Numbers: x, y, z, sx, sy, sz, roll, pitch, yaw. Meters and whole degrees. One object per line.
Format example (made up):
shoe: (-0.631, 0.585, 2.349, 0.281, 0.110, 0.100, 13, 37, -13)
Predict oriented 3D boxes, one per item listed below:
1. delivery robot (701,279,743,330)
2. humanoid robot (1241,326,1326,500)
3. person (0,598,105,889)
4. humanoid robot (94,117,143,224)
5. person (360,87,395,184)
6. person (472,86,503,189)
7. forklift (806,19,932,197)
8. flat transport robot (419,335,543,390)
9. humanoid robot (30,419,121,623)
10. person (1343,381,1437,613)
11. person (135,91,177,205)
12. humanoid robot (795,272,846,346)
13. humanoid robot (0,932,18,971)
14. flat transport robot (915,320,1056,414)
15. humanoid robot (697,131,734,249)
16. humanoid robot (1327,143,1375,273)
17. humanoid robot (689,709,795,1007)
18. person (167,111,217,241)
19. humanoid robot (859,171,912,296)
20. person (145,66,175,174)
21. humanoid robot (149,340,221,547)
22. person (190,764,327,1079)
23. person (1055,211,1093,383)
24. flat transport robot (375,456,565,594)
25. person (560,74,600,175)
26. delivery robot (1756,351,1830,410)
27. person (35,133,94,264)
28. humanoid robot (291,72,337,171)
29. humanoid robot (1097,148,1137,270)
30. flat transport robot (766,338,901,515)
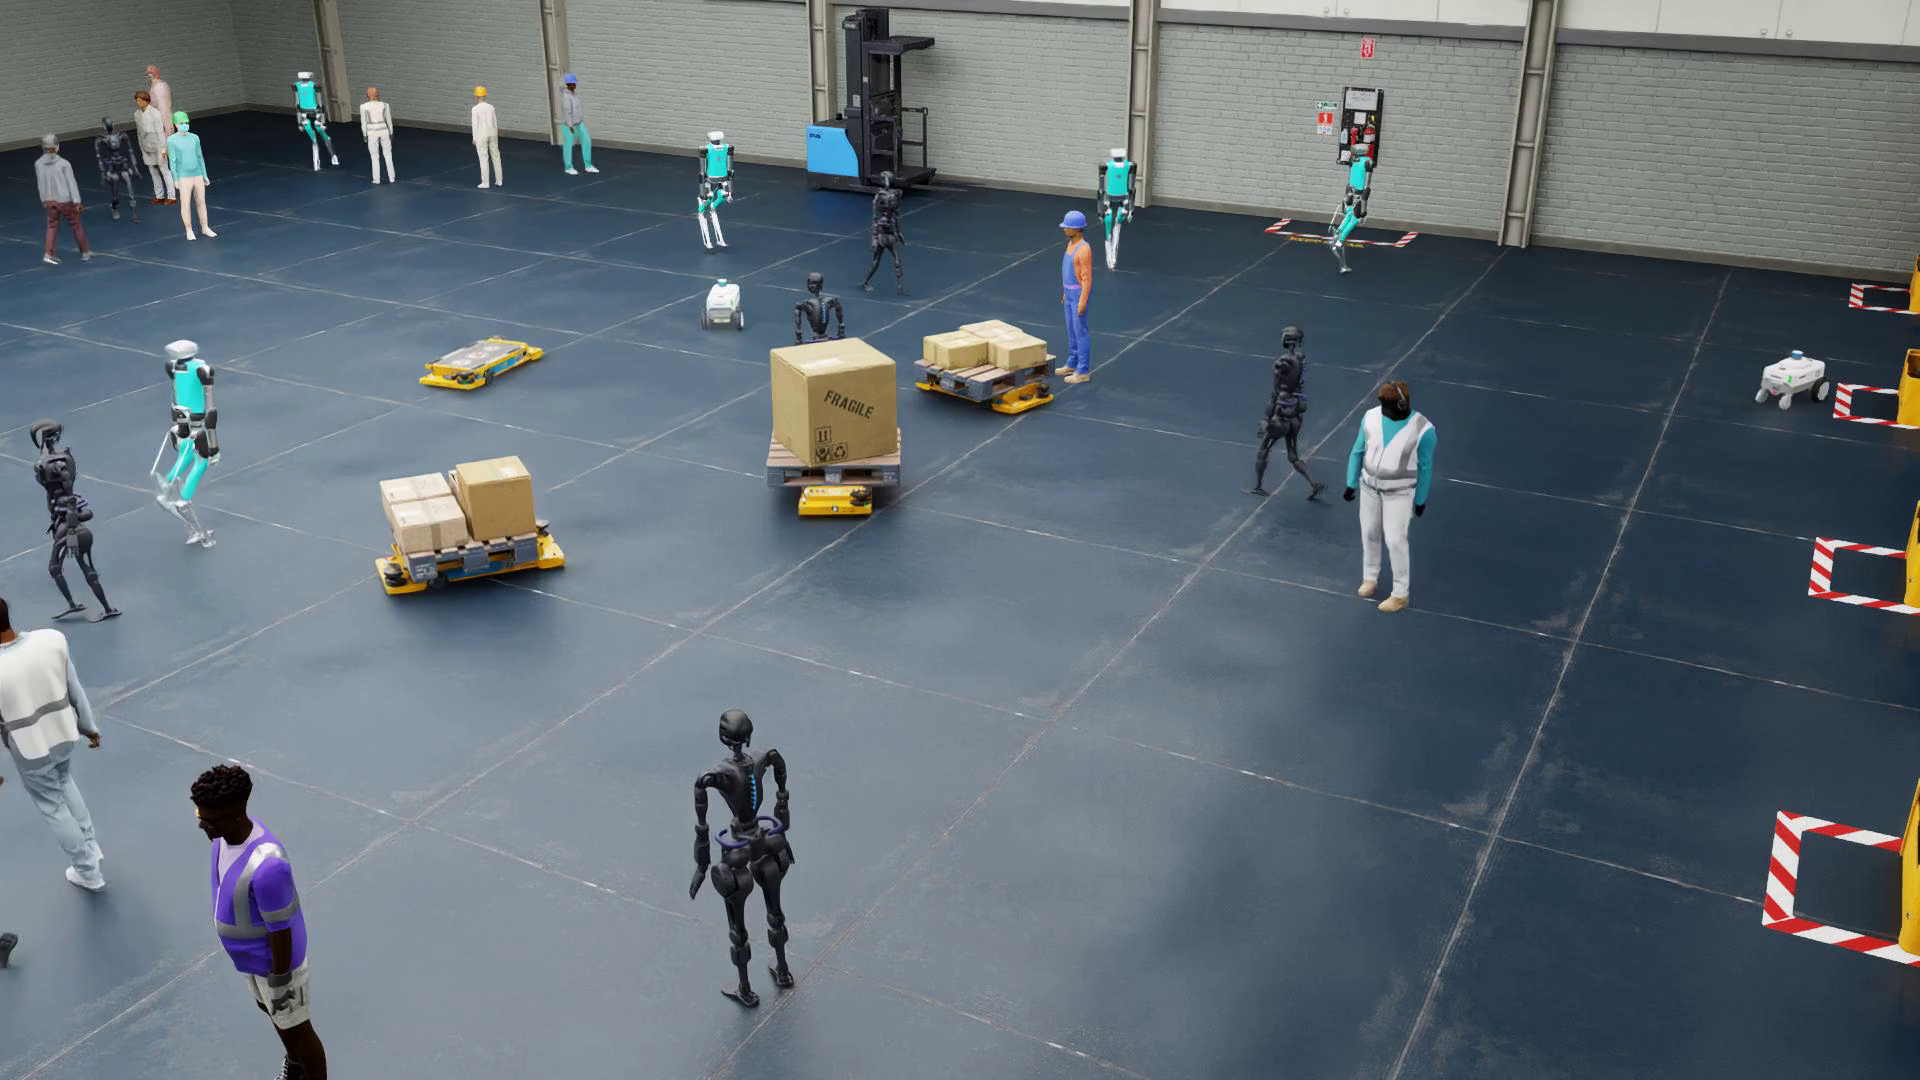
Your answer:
delivery robot: (-2.929, -2.908, 20.592, 0.499, 0.612, 0.805, 0, 23, -1)
humanoid robot: (2.980, -1.141, 15.079, 0.729, 1.629, 0.611, 18, 29, 36)
person: (-5.258, 1.147, 9.432, 0.576, 1.889, 0.621, 12, 26, 26)
humanoid robot: (-13.085, -5.767, 25.835, 0.607, 1.635, 0.638, -20, 30, -38)
person: (-10.020, -6.965, 28.650, 0.520, 1.635, 0.312, -13, 26, -27)
person: (-8.062, -6.844, 28.286, 0.314, 1.697, 0.469, 21, 31, 40)
forklift: (-1.573, -7.292, 27.850, 1.873, 2.768, 1.129, 12, 26, 25)
flat transport robot: (-5.417, -2.010, 18.841, 0.659, 0.231, 1.431, 8, 25, 19)
humanoid robot: (-6.817, -0.121, 12.673, 0.486, 1.646, 0.601, -20, 30, -38)
person: (3.353, -0.373, 13.071, 0.480, 1.815, 0.630, -21, 31, -40)
person: (-13.109, -6.365, 27.024, 0.499, 1.825, 0.370, 6, 24, 13)
humanoid robot: (-1.399, -1.871, 16.744, 0.609, 1.628, 0.435, -14, 27, -29)
humanoid robot: (-5.353, 1.673, 8.541, 0.601, 1.656, 0.707, 7, 24, 16)
flat transport robot: (0.263, -1.666, 18.040, 1.431, 0.231, 0.659, 20, 30, 39)
humanoid robot: (-3.574, -5.056, 23.903, 0.533, 1.677, 0.735, -14, 27, -29)
humanoid robot: (5.271, -4.486, 22.810, 0.653, 1.837, 0.551, -7, 24, -16)
humanoid robot: (-1.110, 1.624, 8.581, 0.599, 1.657, 0.315, -16, 28, -33)
person: (-11.470, -5.428, 24.759, 0.350, 1.879, 0.509, 20, 30, 39)
humanoid robot: (-1.001, -4.036, 21.847, 0.781, 1.631, 0.612, 16, 28, 32)
person: (-13.999, -7.340, 29.185, 0.405, 1.901, 0.650, -7, 24, -15)
humanoid robot: (-6.590, -0.760, 14.073, 0.547, 1.790, 0.669, 13, 27, 28)
person: (-3.203, 1.879, 7.654, 0.369, 1.959, 0.602, -19, 30, -38)
person: (1.272, -2.680, 18.327, 0.370, 1.907, 0.522, -6, 24, -15)
flat transport robot: (-4.103, 0.120, 13.882, 1.431, 0.231, 0.659, -11, 26, -24)
person: (-6.725, -7.302, 29.277, 0.741, 1.744, 0.555, 8, 25, 18)
delivery robot: (8.929, -1.744, 17.824, 0.746, 0.565, 0.499, -16, 28, -32)
person: (-12.650, -4.798, 23.386, 0.576, 1.807, 0.595, -2, 23, -6)
humanoid robot: (-11.529, -7.515, 29.883, 0.546, 1.842, 0.857, 1, 23, 2)
humanoid robot: (2.115, -4.568, 22.920, 0.539, 1.730, 0.977, -2, 23, -6)
flat transport robot: (-1.157, -0.580, 15.513, 0.659, 0.231, 1.431, -1, 23, -2)
